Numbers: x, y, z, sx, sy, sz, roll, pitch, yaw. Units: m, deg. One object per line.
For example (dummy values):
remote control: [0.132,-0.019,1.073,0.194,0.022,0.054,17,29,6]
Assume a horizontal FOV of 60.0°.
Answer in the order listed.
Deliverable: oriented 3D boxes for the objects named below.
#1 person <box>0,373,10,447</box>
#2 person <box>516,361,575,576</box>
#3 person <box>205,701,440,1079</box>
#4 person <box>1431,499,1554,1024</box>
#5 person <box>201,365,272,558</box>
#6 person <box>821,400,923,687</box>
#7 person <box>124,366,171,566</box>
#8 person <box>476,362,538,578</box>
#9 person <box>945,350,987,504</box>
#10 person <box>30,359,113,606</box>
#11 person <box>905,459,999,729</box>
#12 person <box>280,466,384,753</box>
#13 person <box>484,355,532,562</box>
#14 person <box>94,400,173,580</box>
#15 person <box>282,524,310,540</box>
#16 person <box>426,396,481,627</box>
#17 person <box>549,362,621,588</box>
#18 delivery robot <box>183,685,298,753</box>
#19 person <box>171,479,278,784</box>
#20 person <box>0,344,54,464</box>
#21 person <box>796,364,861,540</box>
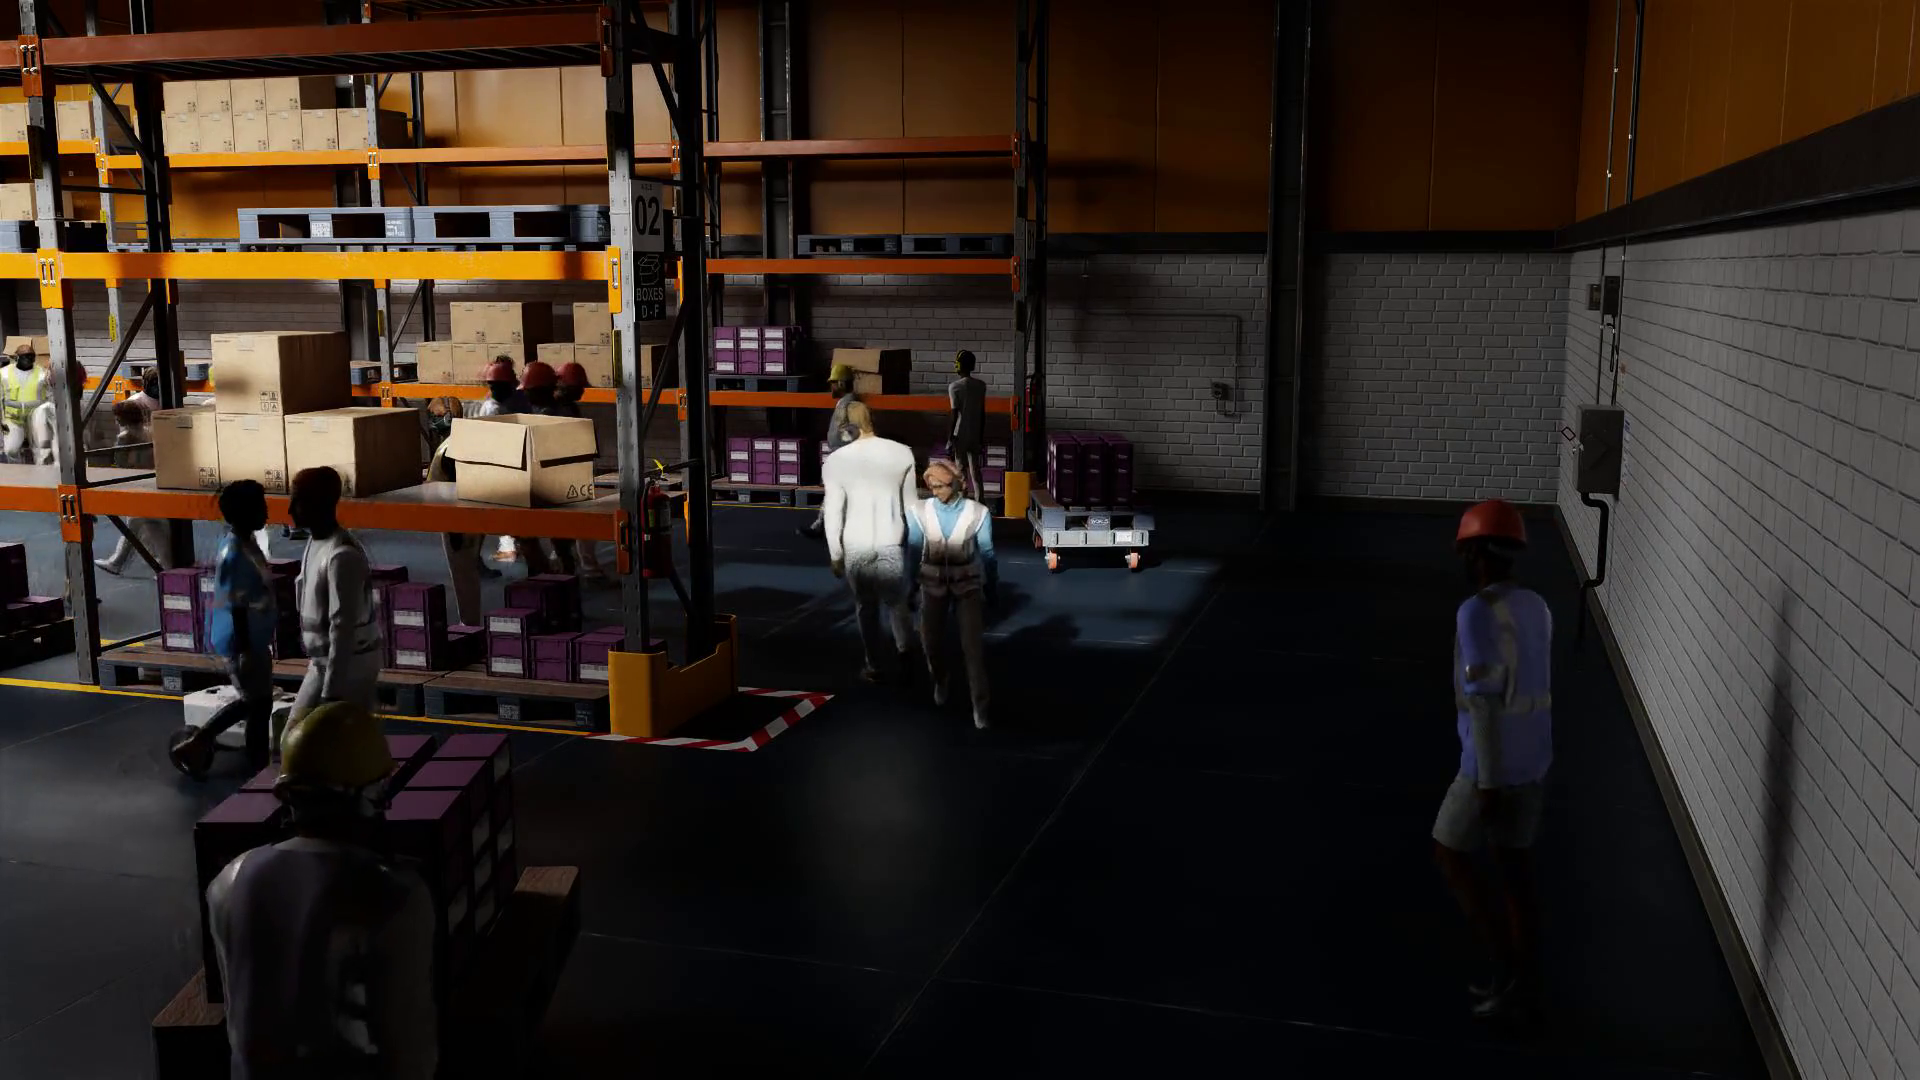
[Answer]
person: [-11.305,-1.384,19.345,0.374,1.928,0.542,2,10,14]
person: [-3.207,-0.376,12.889,0.469,2.021,0.666,2,9,9]
person: [-1.340,1.248,3.711,0.605,1.787,0.853,3,10,19]
person: [1.965,0.809,6.105,0.590,1.885,0.578,-8,12,-41]
person: [-6.596,-0.689,15.193,0.612,1.895,0.479,1,9,3]
person: [-0.540,0.051,10.718,0.699,1.896,0.689,-3,10,-18]
person: [-7.398,-0.688,15.375,0.430,1.841,0.624,3,10,18]
person: [-3.964,-0.606,14.659,0.925,1.899,0.562,-4,10,-24]
person: [0.058,-1.084,17.693,0.508,1.872,0.329,-8,12,-41]
person: [-7.066,-0.452,13.395,0.610,2.024,0.607,2,10,15]
person: [-0.032,0.294,10.033,0.566,1.617,0.531,2,9,9]
person: [-2.881,0.601,7.469,0.693,1.852,0.604,-7,11,-35]
person: [-4.223,-0.757,15.560,0.421,1.925,0.655,3,10,17]
person: [-7.232,-0.426,14.521,0.866,1.582,0.529,0,9,2]
person: [-6.724,-0.882,16.802,0.328,1.760,0.523,-6,11,-35]
person: [-3.615,-0.118,11.922,0.428,1.836,0.626,-2,10,-13]
person: [-3.257,-0.537,14.113,0.672,1.948,0.690,0,9,3]
delivery robot: [-3.848,0.945,9.038,0.707,0.478,0.477,4,10,20]
person: [-3.714,0.523,8.481,0.545,1.681,0.532,-3,10,-19]
person: [-11.204,-1.438,19.984,0.647,1.826,0.433,-4,10,-23]
person: [-1.149,-0.884,16.764,0.963,1.779,0.595,-1,9,-6]
